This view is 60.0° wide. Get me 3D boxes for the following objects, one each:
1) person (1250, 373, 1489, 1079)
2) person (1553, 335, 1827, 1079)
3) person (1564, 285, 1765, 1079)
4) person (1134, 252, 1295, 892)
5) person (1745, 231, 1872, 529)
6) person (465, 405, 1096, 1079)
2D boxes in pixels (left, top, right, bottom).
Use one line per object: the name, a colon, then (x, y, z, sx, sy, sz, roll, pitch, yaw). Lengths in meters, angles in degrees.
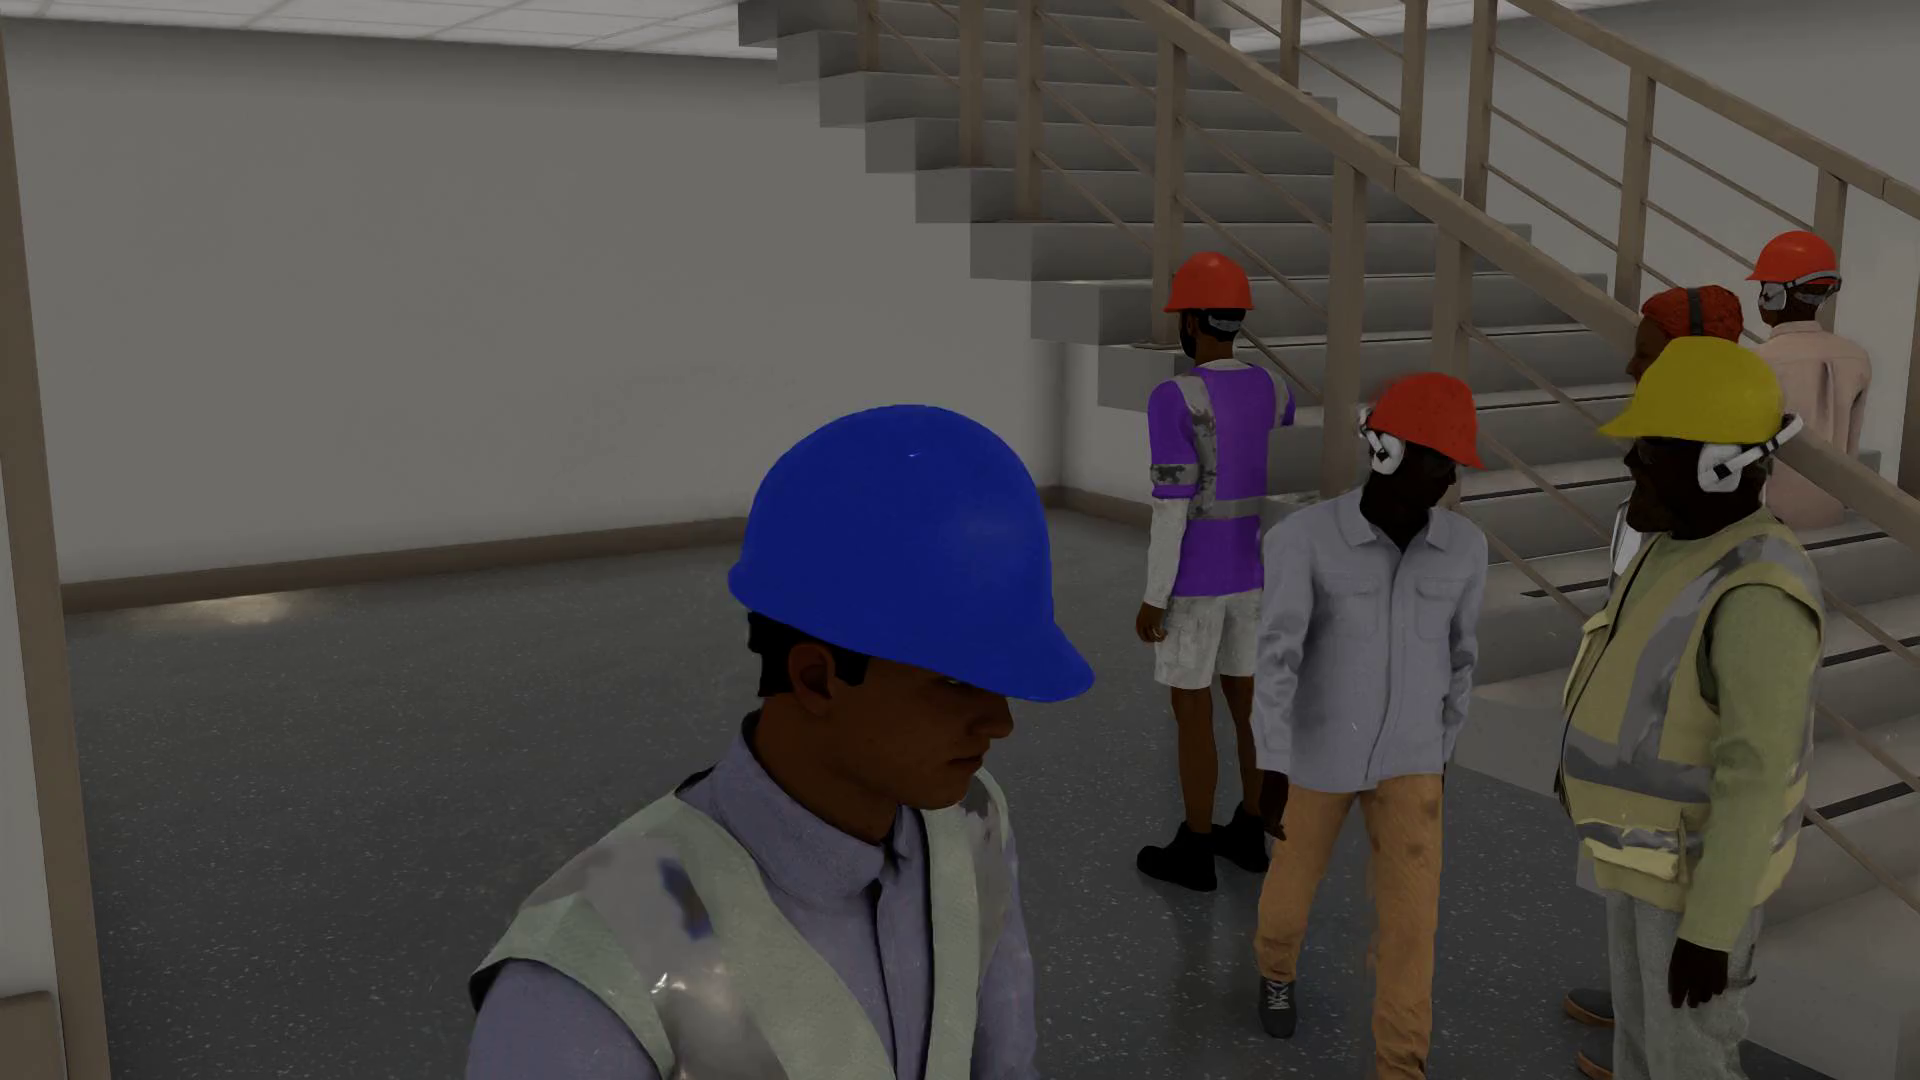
person: (0.916, 0.456, 3.851, 0.571, 1.716, 0.857, -1, 11, -6)
person: (1.276, 0.554, 2.989, 0.403, 1.831, 0.591, 1, 11, 7)
person: (1.674, 0.352, 3.911, 0.341, 1.880, 0.586, 3, 11, 16)
person: (0.750, 0.099, 5.096, 0.551, 1.935, 0.375, -8, 13, -36)
person: (2.803, -0.049, 5.716, 0.611, 1.996, 0.379, -5, 12, -24)
person: (-0.128, 0.818, 1.470, 1.066, 1.874, 0.597, 5, 12, 25)
